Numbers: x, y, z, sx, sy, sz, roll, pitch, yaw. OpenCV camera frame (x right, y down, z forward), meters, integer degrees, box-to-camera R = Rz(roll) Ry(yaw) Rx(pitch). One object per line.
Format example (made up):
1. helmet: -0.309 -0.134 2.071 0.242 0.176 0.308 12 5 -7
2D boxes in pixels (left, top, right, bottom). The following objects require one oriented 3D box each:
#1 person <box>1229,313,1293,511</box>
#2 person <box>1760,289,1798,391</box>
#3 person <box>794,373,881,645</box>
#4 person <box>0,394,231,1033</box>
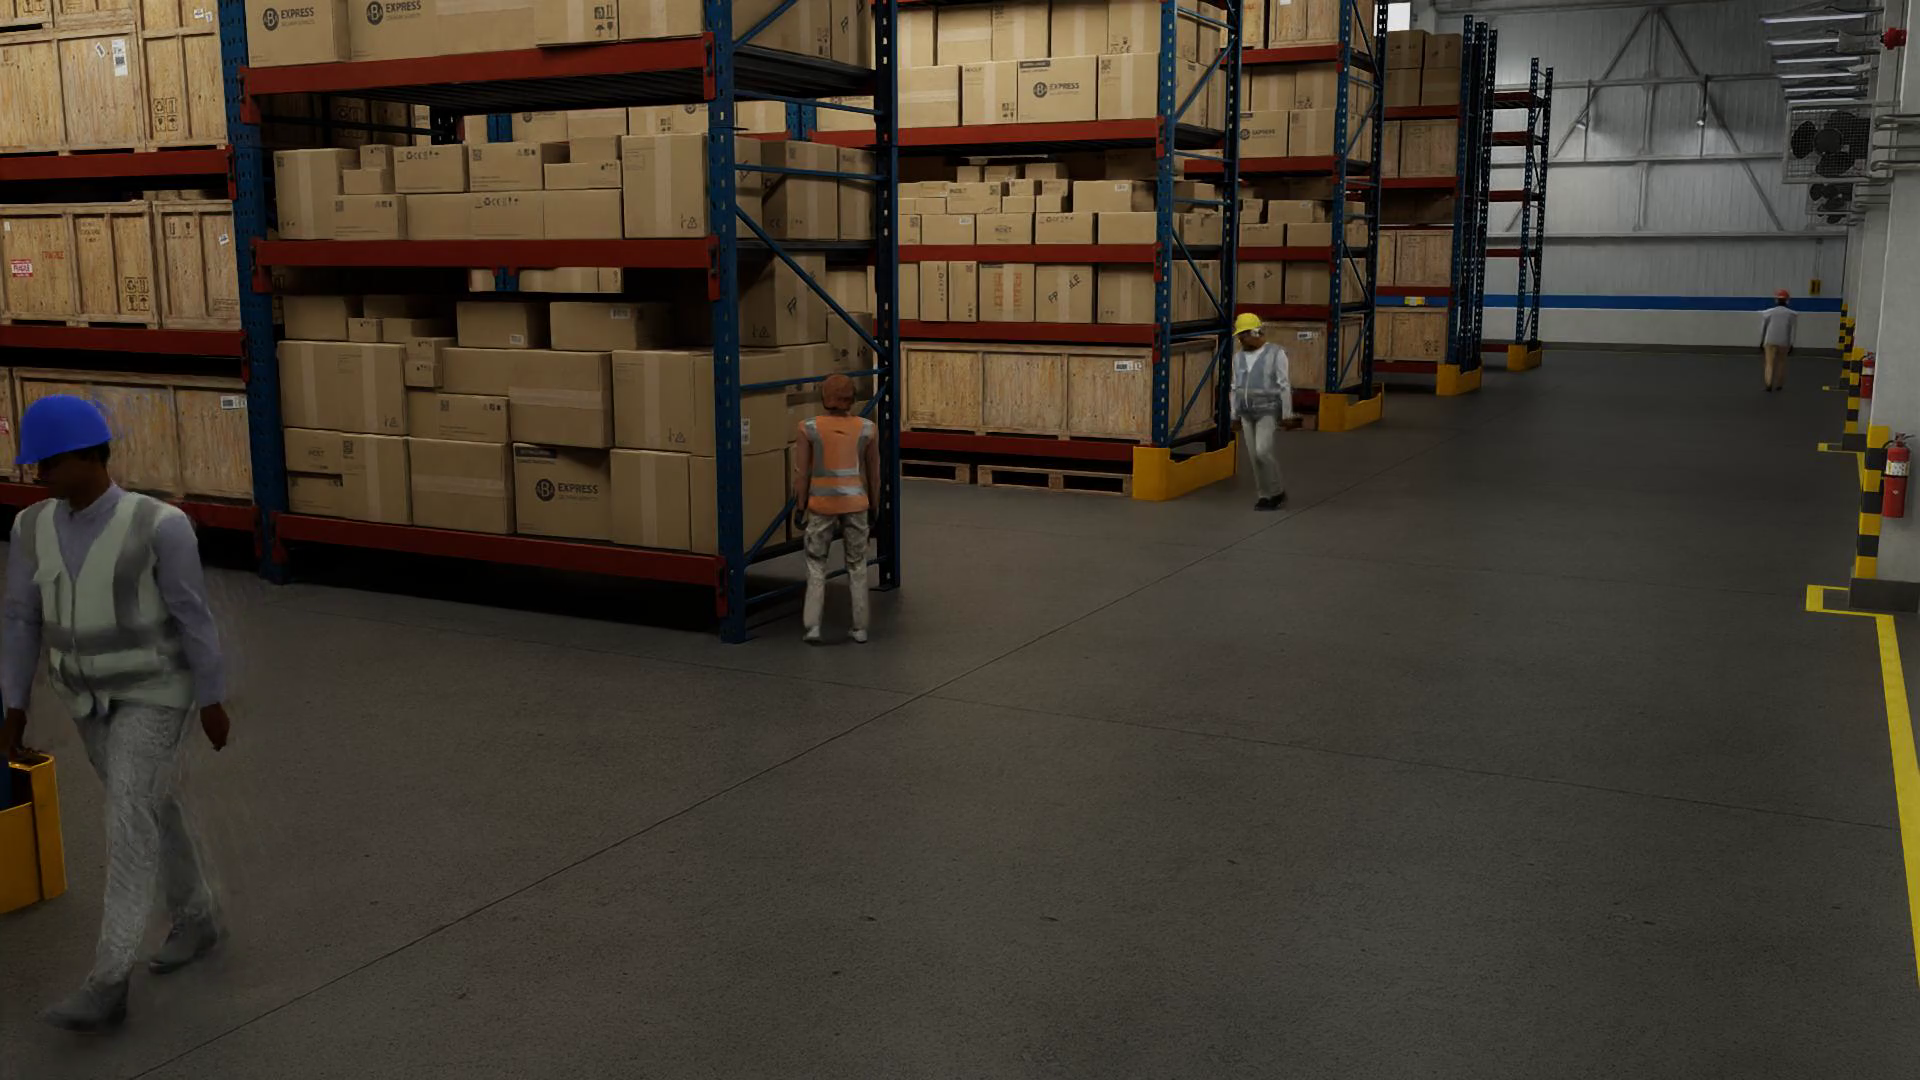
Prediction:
1. person: 2.702 -1.152 15.064 0.418 1.792 0.647 -10 14 -44
2. person: 13.823 -3.371 28.123 0.559 1.723 0.815 5 11 28
3. person: -0.721 -0.174 9.894 0.525 1.635 0.313 -2 10 -13
4. person: -2.654 0.512 5.101 0.605 1.897 0.963 2 10 14
